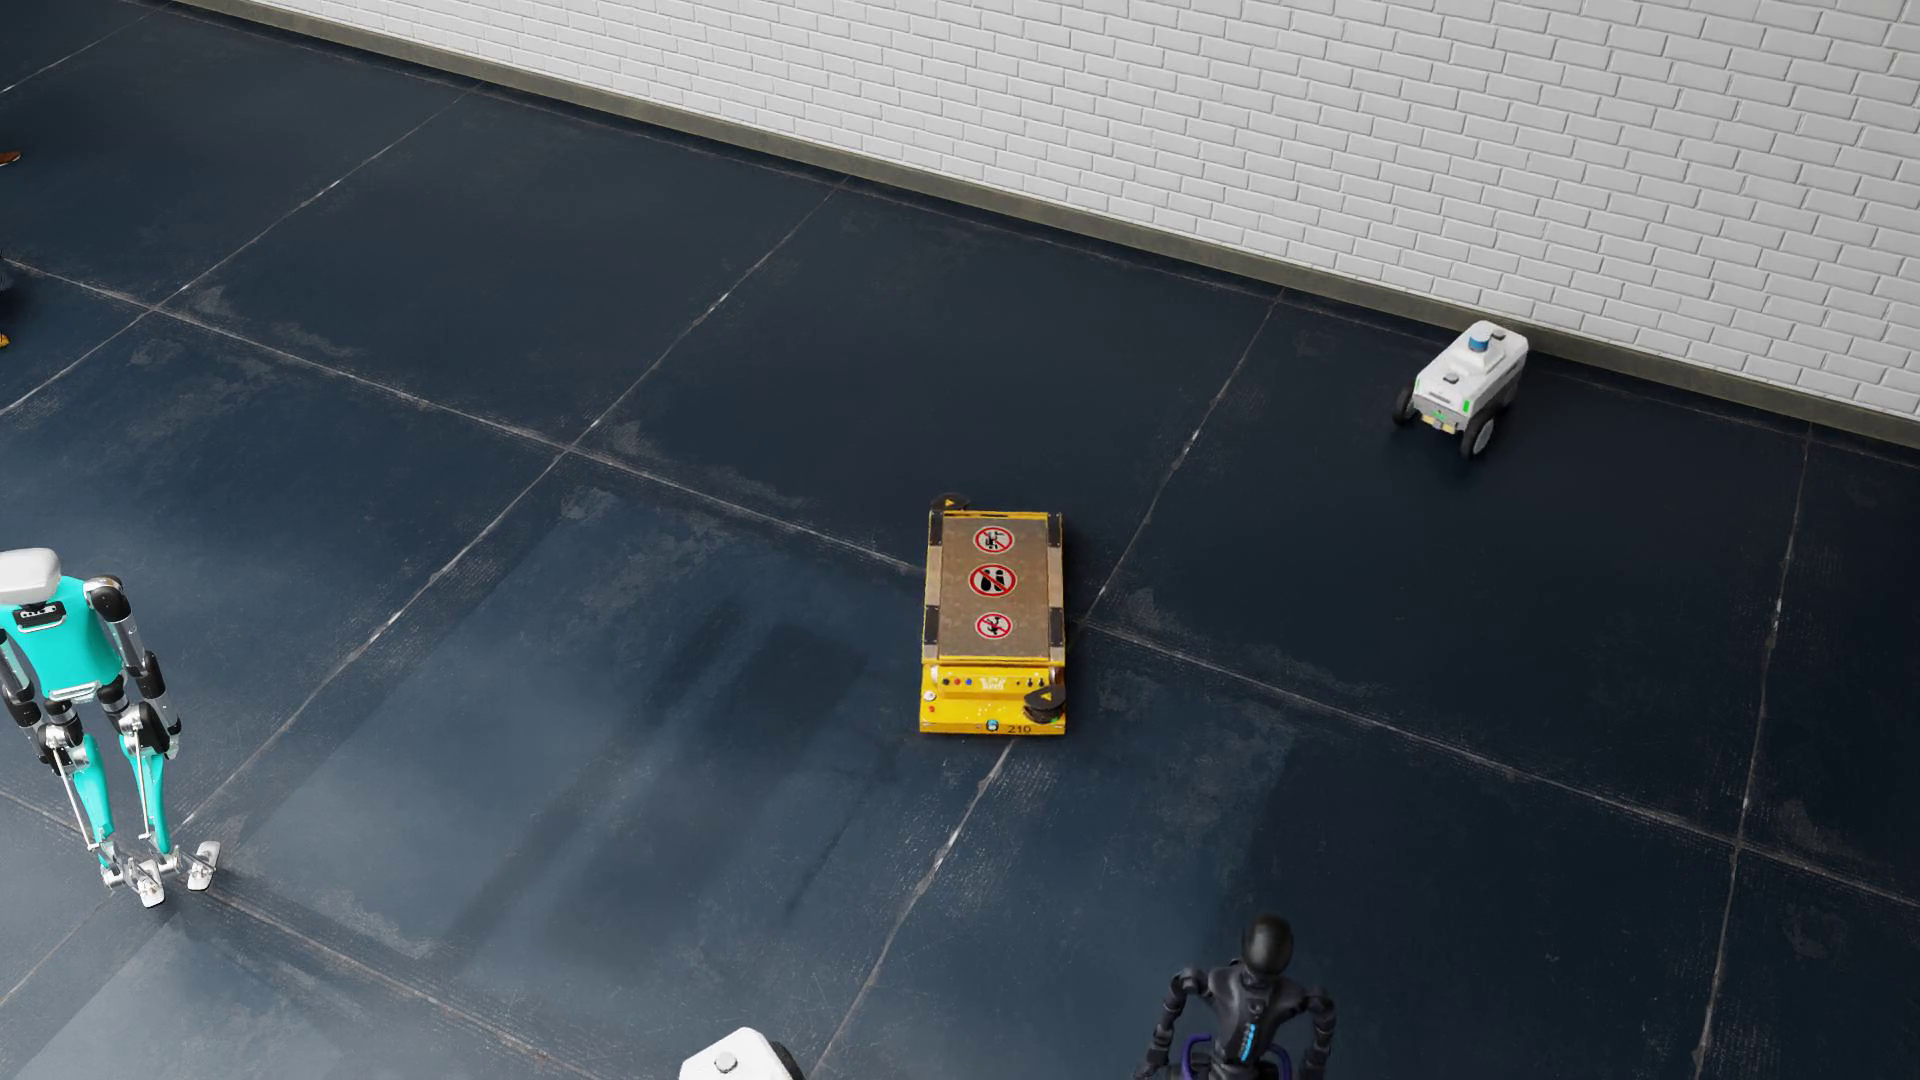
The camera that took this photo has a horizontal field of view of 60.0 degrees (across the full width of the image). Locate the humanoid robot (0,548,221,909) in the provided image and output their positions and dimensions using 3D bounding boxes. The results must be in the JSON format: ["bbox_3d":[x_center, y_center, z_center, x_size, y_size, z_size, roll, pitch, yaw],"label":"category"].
[{"bbox_3d":[-3.191,0.832,6.179,0.533,1.677,0.735,-12,44,-13],"label":"humanoid robot"}]

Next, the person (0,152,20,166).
[{"bbox_3d":[-6.569,-3.158,10.656,0.501,1.632,0.277,18,46,18],"label":"person"}]

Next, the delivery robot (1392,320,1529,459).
[{"bbox_3d":[2.742,-0.863,8.966,0.499,0.581,0.774,31,51,29],"label":"delivery robot"}]

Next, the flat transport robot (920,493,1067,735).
[{"bbox_3d":[0.161,0.327,7.902,0.659,0.231,1.431,1,43,1],"label":"flat transport robot"}]

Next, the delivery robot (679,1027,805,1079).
[{"bbox_3d":[-0.675,2.088,5.784,0.499,0.583,0.774,-25,49,-25],"label":"delivery robot"}]

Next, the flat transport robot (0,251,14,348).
[{"bbox_3d":[-6.256,-1.240,9.593,1.431,0.231,0.659,22,47,22],"label":"flat transport robot"}]

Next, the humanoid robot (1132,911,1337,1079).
[{"bbox_3d":[0.869,1.711,5.381,0.609,1.653,0.472,5,43,5],"label":"humanoid robot"}]
